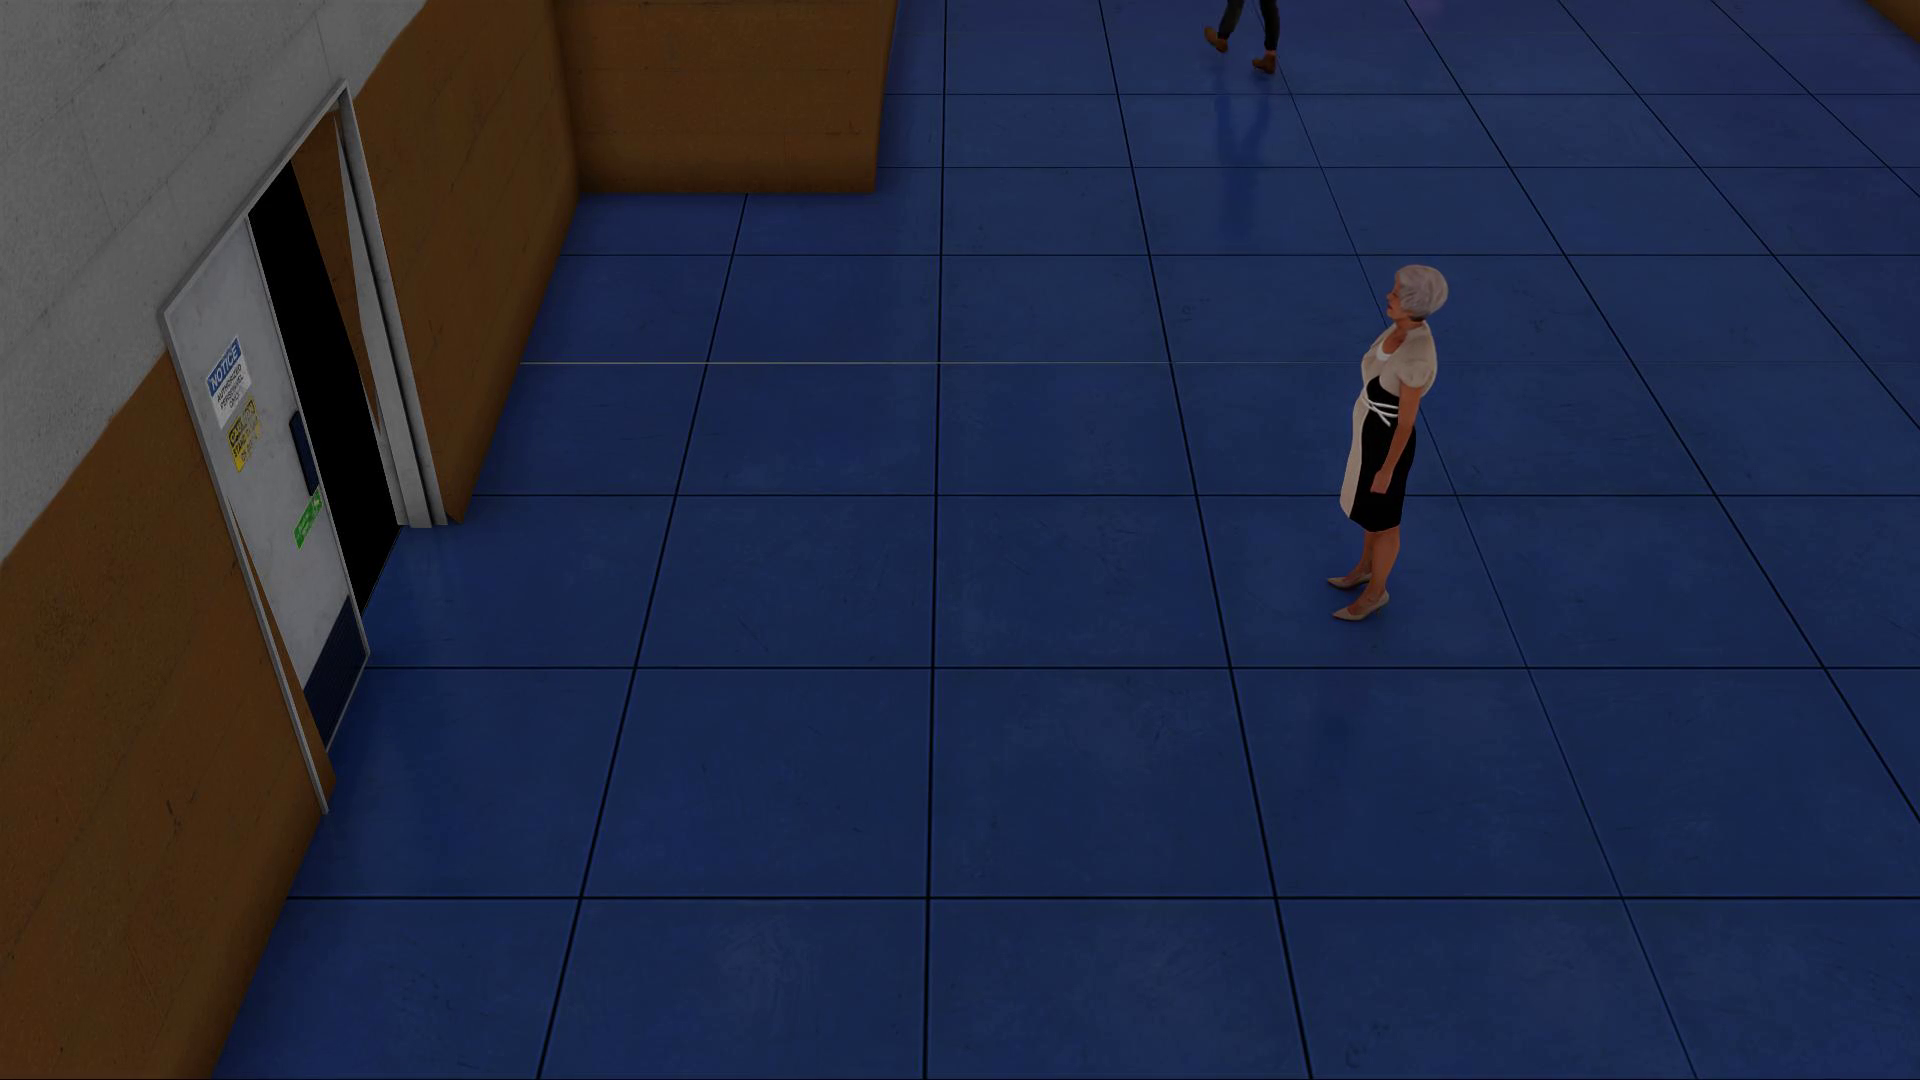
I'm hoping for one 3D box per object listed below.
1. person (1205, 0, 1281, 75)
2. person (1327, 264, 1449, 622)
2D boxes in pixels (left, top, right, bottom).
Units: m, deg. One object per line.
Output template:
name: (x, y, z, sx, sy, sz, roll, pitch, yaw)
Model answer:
person: (2.323, -4.383, 12.658, 1.099, 1.671, 0.992, -16, 40, -21)
person: (1.881, -0.405, 7.288, 0.551, 1.756, 0.643, 4, 37, 5)
